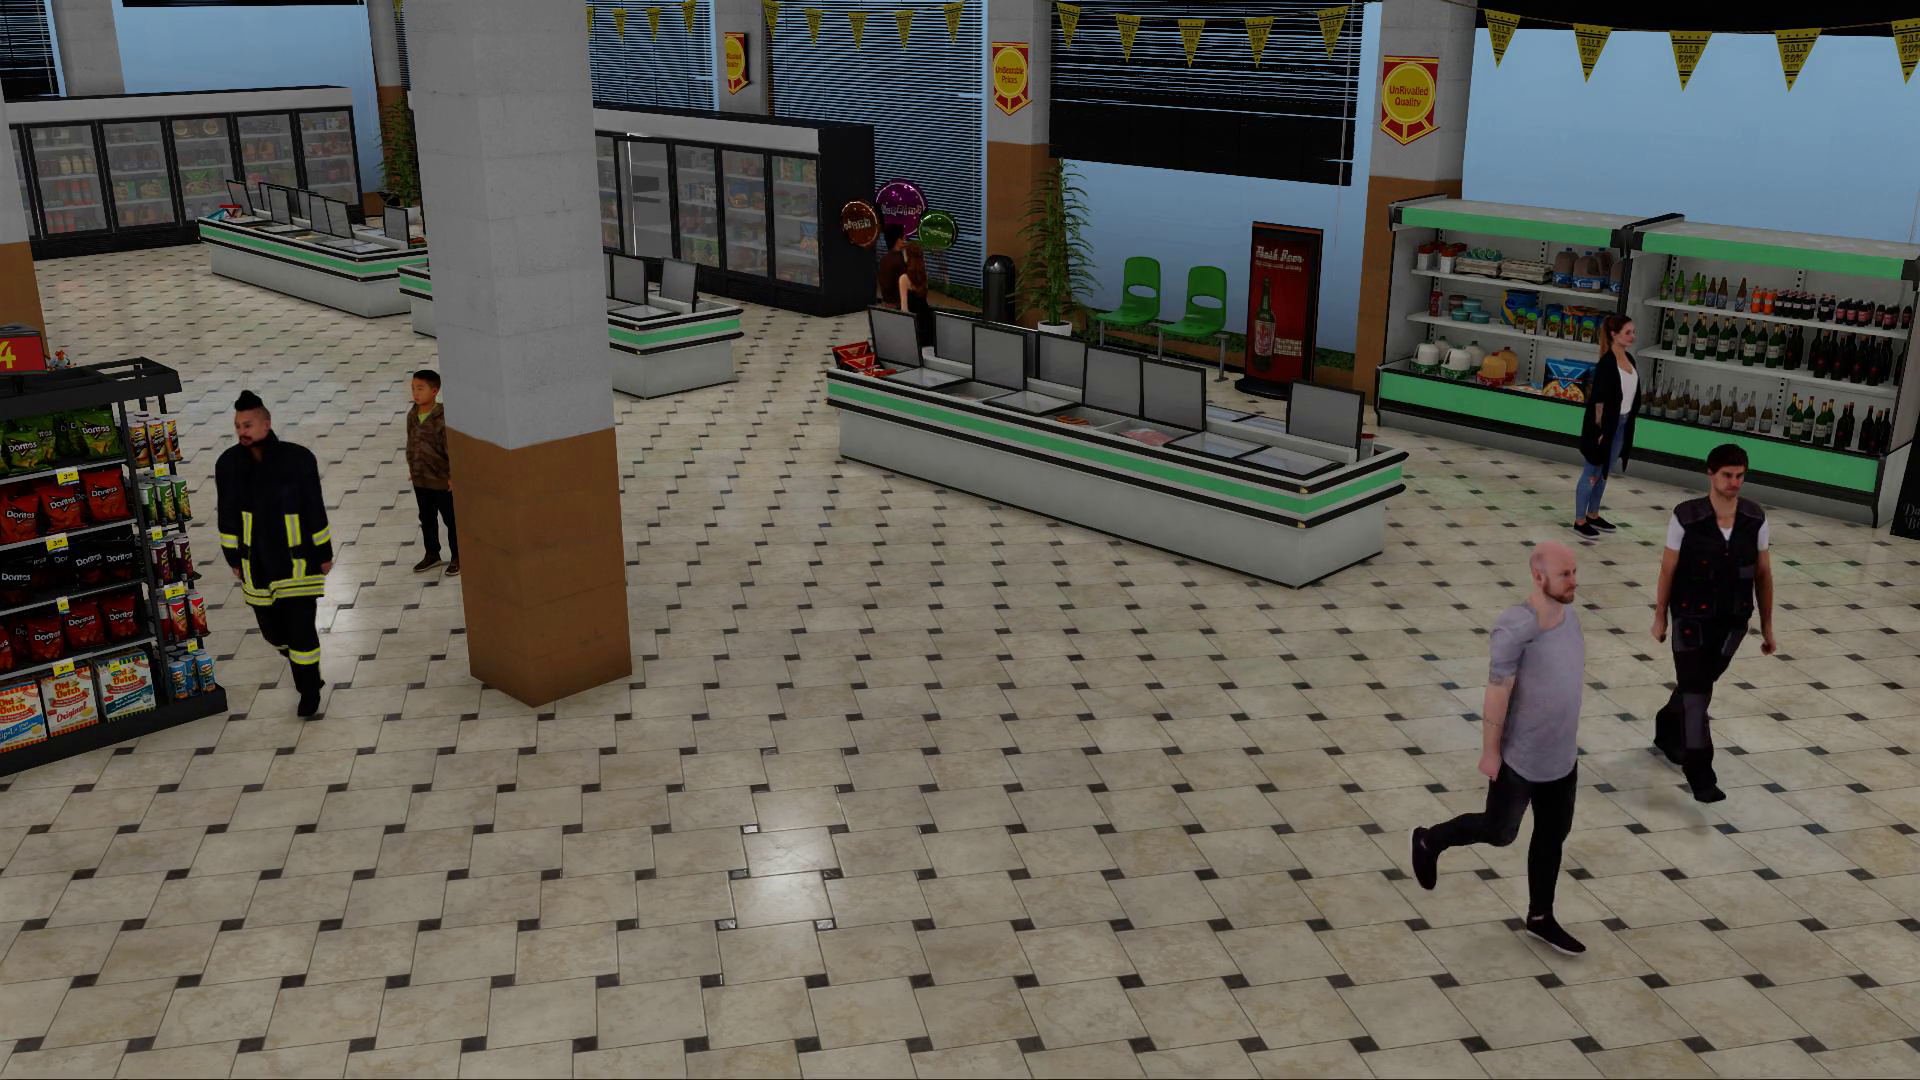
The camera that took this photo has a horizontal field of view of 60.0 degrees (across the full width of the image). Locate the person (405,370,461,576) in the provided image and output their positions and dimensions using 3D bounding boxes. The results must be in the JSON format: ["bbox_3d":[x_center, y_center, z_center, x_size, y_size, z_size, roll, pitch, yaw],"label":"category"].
[{"bbox_3d":[-3.694,-0.484,11.699,0.633,1.455,0.726,6,20,18],"label":"person"}]

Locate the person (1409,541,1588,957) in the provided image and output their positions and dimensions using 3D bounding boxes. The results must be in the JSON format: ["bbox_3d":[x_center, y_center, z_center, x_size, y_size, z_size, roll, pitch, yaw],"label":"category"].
[{"bbox_3d":[2.378,0.860,7.144,0.771,1.819,1.098,-14,23,-35],"label":"person"}]

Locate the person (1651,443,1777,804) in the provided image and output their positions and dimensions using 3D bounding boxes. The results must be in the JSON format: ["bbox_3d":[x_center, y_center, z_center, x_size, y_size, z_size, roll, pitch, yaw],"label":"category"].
[{"bbox_3d":[3.814,0.386,8.565,1.147,1.809,1.220,-1,19,-2],"label":"person"}]

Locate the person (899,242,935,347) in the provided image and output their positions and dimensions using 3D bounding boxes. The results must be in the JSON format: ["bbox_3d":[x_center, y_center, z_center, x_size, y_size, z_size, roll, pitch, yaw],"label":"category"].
[{"bbox_3d":[-0.367,-2.049,16.159,1.103,1.572,0.555,17,25,41],"label":"person"}]

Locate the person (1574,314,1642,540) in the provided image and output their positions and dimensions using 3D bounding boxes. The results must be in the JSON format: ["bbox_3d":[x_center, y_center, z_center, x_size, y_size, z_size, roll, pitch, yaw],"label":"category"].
[{"bbox_3d":[4.839,-0.857,12.451,0.651,1.683,0.591,-14,23,-36],"label":"person"}]

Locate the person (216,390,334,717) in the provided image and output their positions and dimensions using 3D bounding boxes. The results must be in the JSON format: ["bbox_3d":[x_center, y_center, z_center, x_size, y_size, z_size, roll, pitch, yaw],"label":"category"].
[{"bbox_3d":[-3.893,0.051,9.543,1.106,1.819,1.210,-3,19,-10],"label":"person"}]

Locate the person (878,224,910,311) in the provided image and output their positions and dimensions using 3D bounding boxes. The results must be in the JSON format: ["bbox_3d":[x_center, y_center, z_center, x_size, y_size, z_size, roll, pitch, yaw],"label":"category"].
[{"bbox_3d":[-0.688,-2.180,16.236,0.829,1.771,0.756,-10,21,-27],"label":"person"}]
